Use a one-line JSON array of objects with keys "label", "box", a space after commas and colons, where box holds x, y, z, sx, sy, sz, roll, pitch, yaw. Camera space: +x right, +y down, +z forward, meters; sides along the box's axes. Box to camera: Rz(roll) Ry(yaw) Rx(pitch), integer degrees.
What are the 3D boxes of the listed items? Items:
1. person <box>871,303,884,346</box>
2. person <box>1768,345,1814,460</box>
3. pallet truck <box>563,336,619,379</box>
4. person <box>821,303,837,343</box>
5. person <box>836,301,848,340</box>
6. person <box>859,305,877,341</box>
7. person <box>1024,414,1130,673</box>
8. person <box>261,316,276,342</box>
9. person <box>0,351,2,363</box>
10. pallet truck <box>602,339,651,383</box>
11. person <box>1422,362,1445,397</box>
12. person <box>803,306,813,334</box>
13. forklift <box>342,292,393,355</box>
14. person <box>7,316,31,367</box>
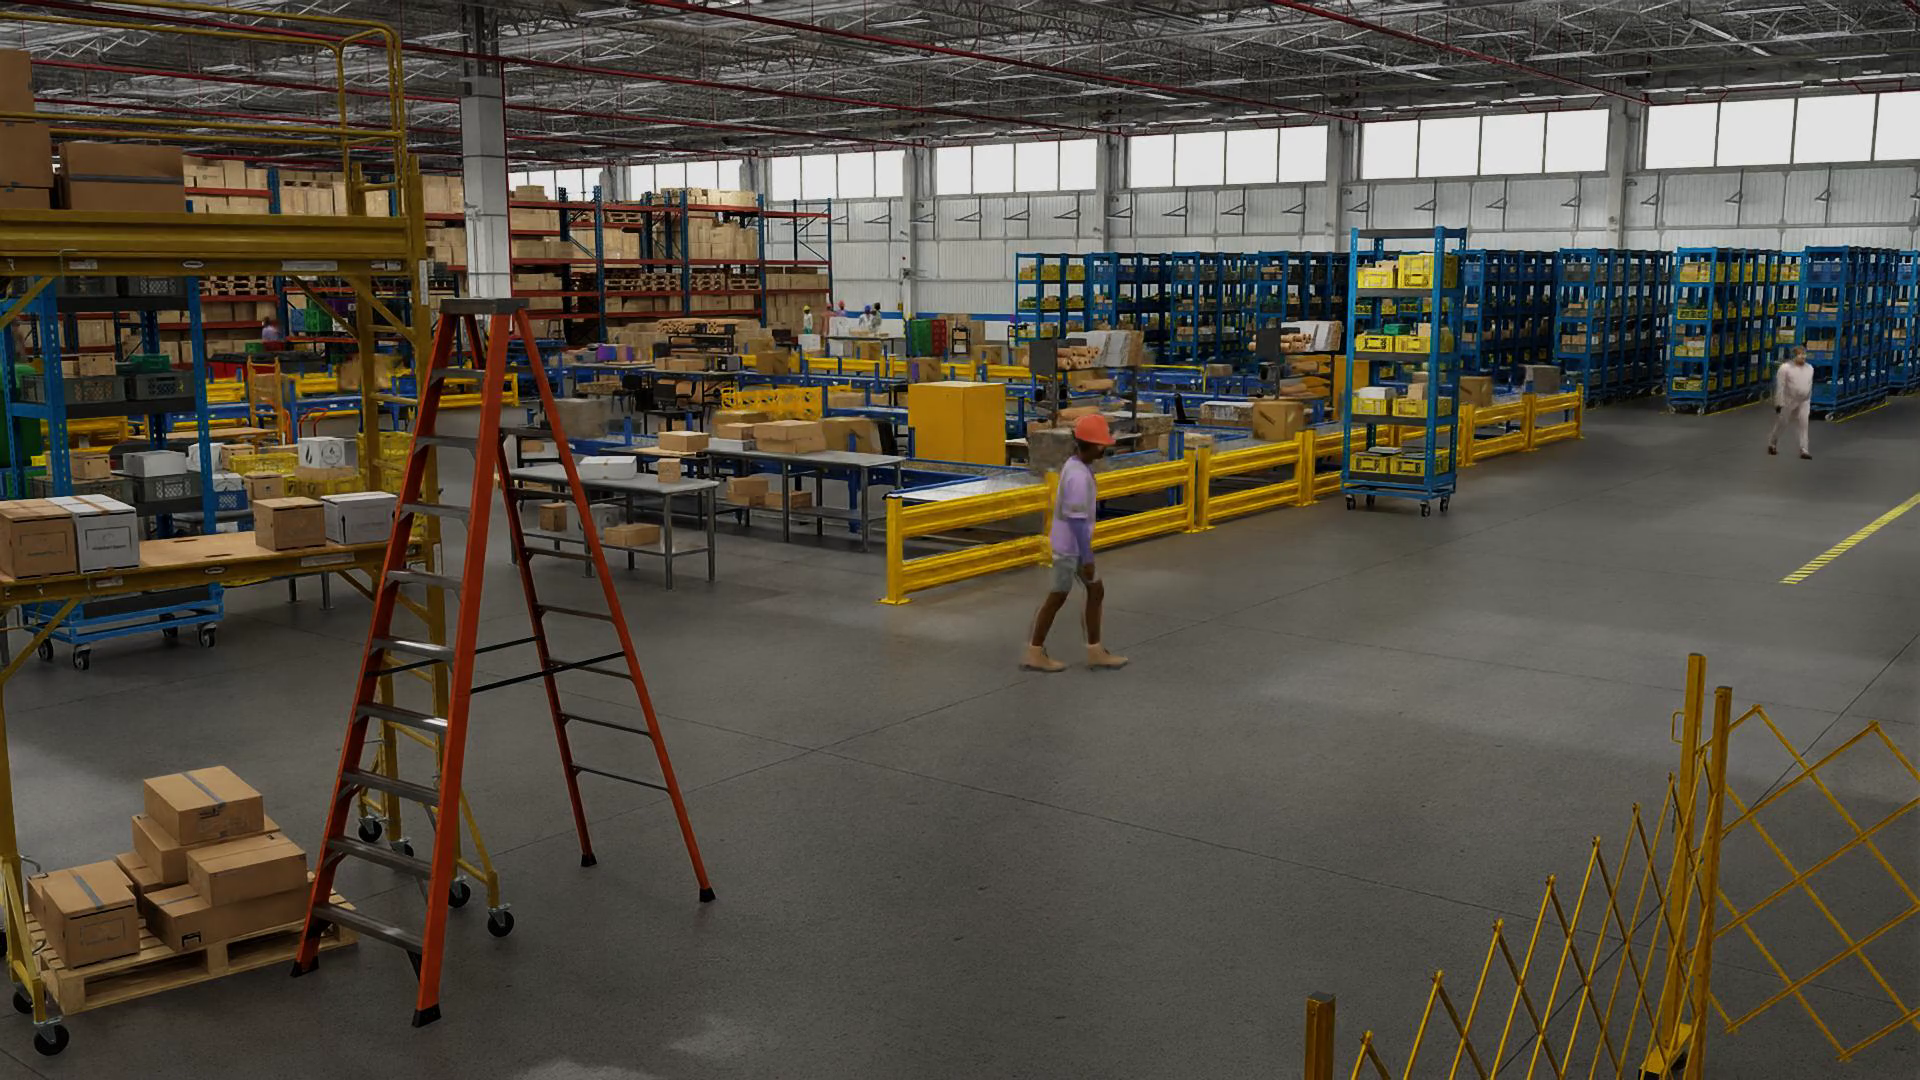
[{"label": "person", "box": [-3.480, -8.987, 69.380, 0.538, 1.830, 0.648, 3, 9, 16]}, {"label": "person", "box": [13.755, -2.289, 27.487, 0.660, 1.867, 0.972, -1, 9, -5]}, {"label": "pallet truck", "box": [-10.690, -5.294, 48.215, 1.601, 1.201, 0.680, -5, 10, -26]}, {"label": "person", "box": [-4.780, -7.751, 61.292, 0.642, 1.957, 0.916, 1, 9, 8]}, {"label": "person", "box": [-4.908, -8.939, 68.891, 0.567, 1.900, 0.566, 9, 13, 43]}, {"label": "person", "box": [-3.295, -7.468, 59.720, 0.629, 1.894, 0.988, -3, 10, -19]}, {"label": "person", "box": [0.903, 0.043, 12.496, 0.916, 1.991, 0.632, 2, 9, 11]}, {"label": "person", "box": [-18.782, -5.144, 45.253, 1.048, 1.892, 0.642, -6, 11, -34]}, {"label": "person", "box": [-24.326, -4.466, 41.810, 0.582, 1.610, 0.531, 7, 11, 37]}, {"label": "pallet truck", "box": [-8.991, -4.871, 45.351, 0.653, 1.274, 1.630, 7, 11, 37]}, {"label": "person", "box": [10.844, -3.960, 38.078, 0.599, 1.812, 0.710, -8, 12, -42]}, {"label": "person", "box": [-6.032, -8.372, 65.756, 0.326, 1.767, 0.533, -8, 12, -39]}, {"label": "forklift", "box": [-16.485, -5.622, 45.120, 1.129, 2.768, 1.873, 7, 11, 37]}, {"label": "person", "box": [-26.543, -5.376, 46.803, 0.643, 1.858, 1.000, 7, 11, 37]}]
